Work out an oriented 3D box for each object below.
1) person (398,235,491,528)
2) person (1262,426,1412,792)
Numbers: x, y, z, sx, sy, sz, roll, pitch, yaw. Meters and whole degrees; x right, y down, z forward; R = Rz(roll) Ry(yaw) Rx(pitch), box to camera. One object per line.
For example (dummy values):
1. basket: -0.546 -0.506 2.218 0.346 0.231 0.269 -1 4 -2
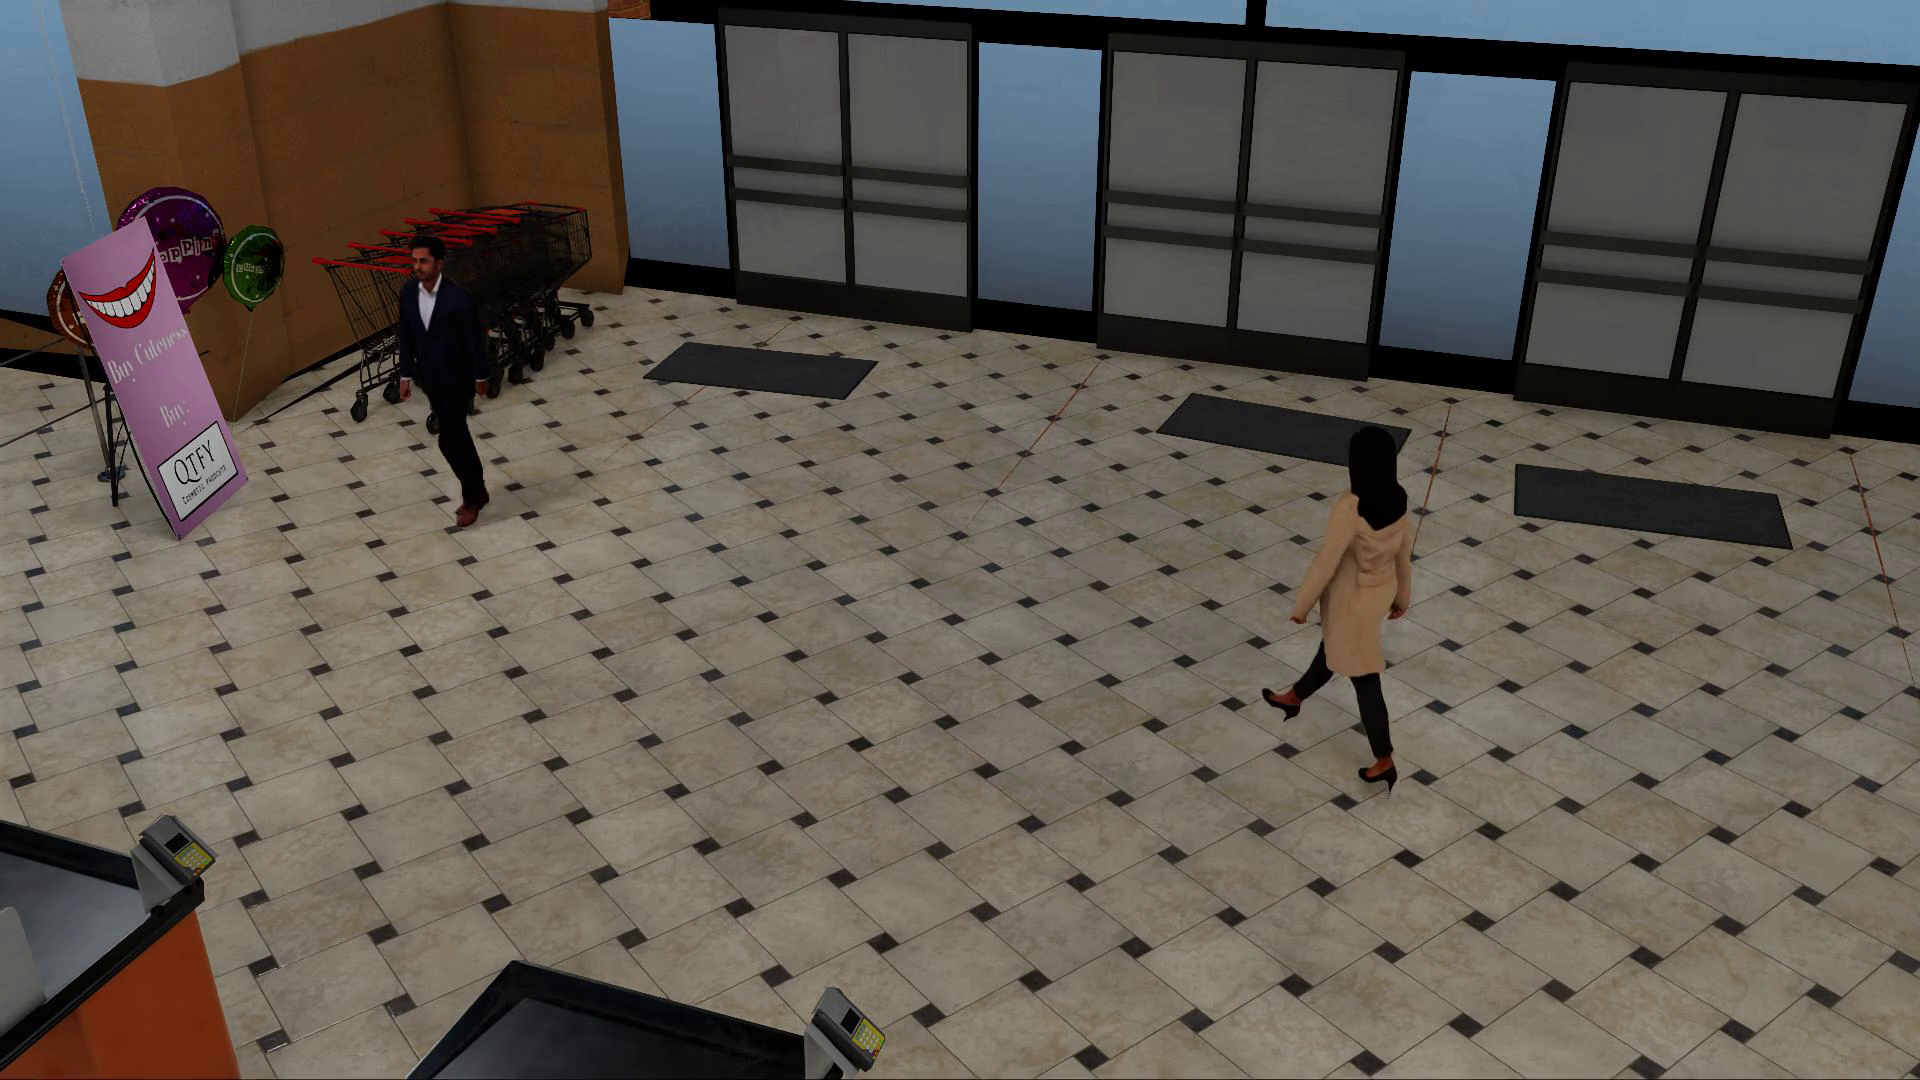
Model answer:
1. person: -2.911 -0.961 9.640 0.668 1.710 0.661 12 29 22
2. person: 1.770 0.350 7.133 1.113 1.640 1.074 -19 33 -33
